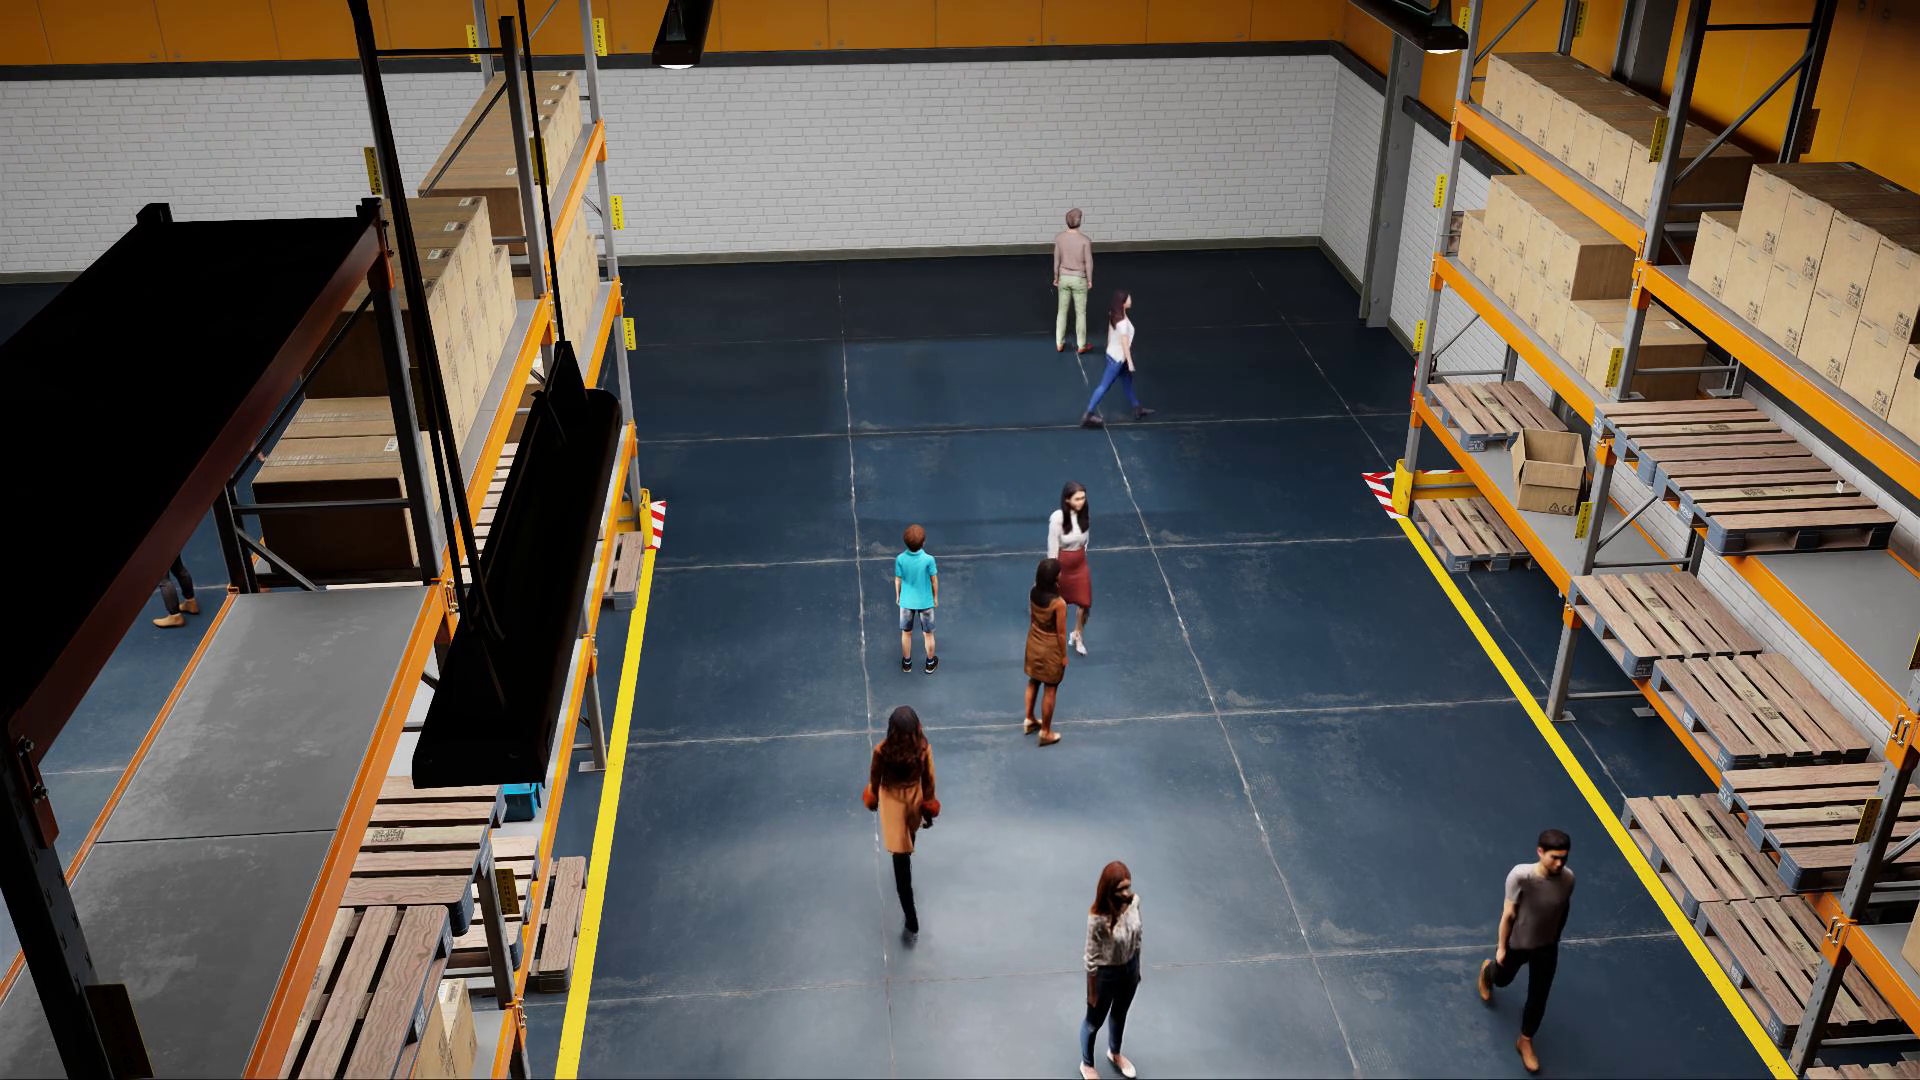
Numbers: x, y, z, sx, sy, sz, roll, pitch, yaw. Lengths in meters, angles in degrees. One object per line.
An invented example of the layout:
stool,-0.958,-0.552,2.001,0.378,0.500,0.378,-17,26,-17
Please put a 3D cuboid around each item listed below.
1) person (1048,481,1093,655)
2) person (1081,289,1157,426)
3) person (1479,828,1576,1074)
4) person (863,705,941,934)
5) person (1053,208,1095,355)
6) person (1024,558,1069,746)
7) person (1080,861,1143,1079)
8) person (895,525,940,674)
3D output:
person,0.917,0.232,14.866,0.714,1.738,0.742,-13,31,-22
person,1.725,-2.044,19.144,0.718,1.636,1.071,-4,29,-7
person,3.636,2.524,10.709,0.695,1.693,1.069,1,29,2
person,-0.399,1.976,11.729,0.778,1.679,1.205,-5,29,-10
person,1.436,-3.297,21.190,0.766,1.876,0.751,9,30,17
person,0.709,0.907,13.684,0.701,1.684,0.607,-21,35,-33
person,0.941,2.690,10.370,0.649,1.729,0.660,-19,34,-31
person,-0.382,0.514,14.651,0.555,1.448,0.529,2,29,5
